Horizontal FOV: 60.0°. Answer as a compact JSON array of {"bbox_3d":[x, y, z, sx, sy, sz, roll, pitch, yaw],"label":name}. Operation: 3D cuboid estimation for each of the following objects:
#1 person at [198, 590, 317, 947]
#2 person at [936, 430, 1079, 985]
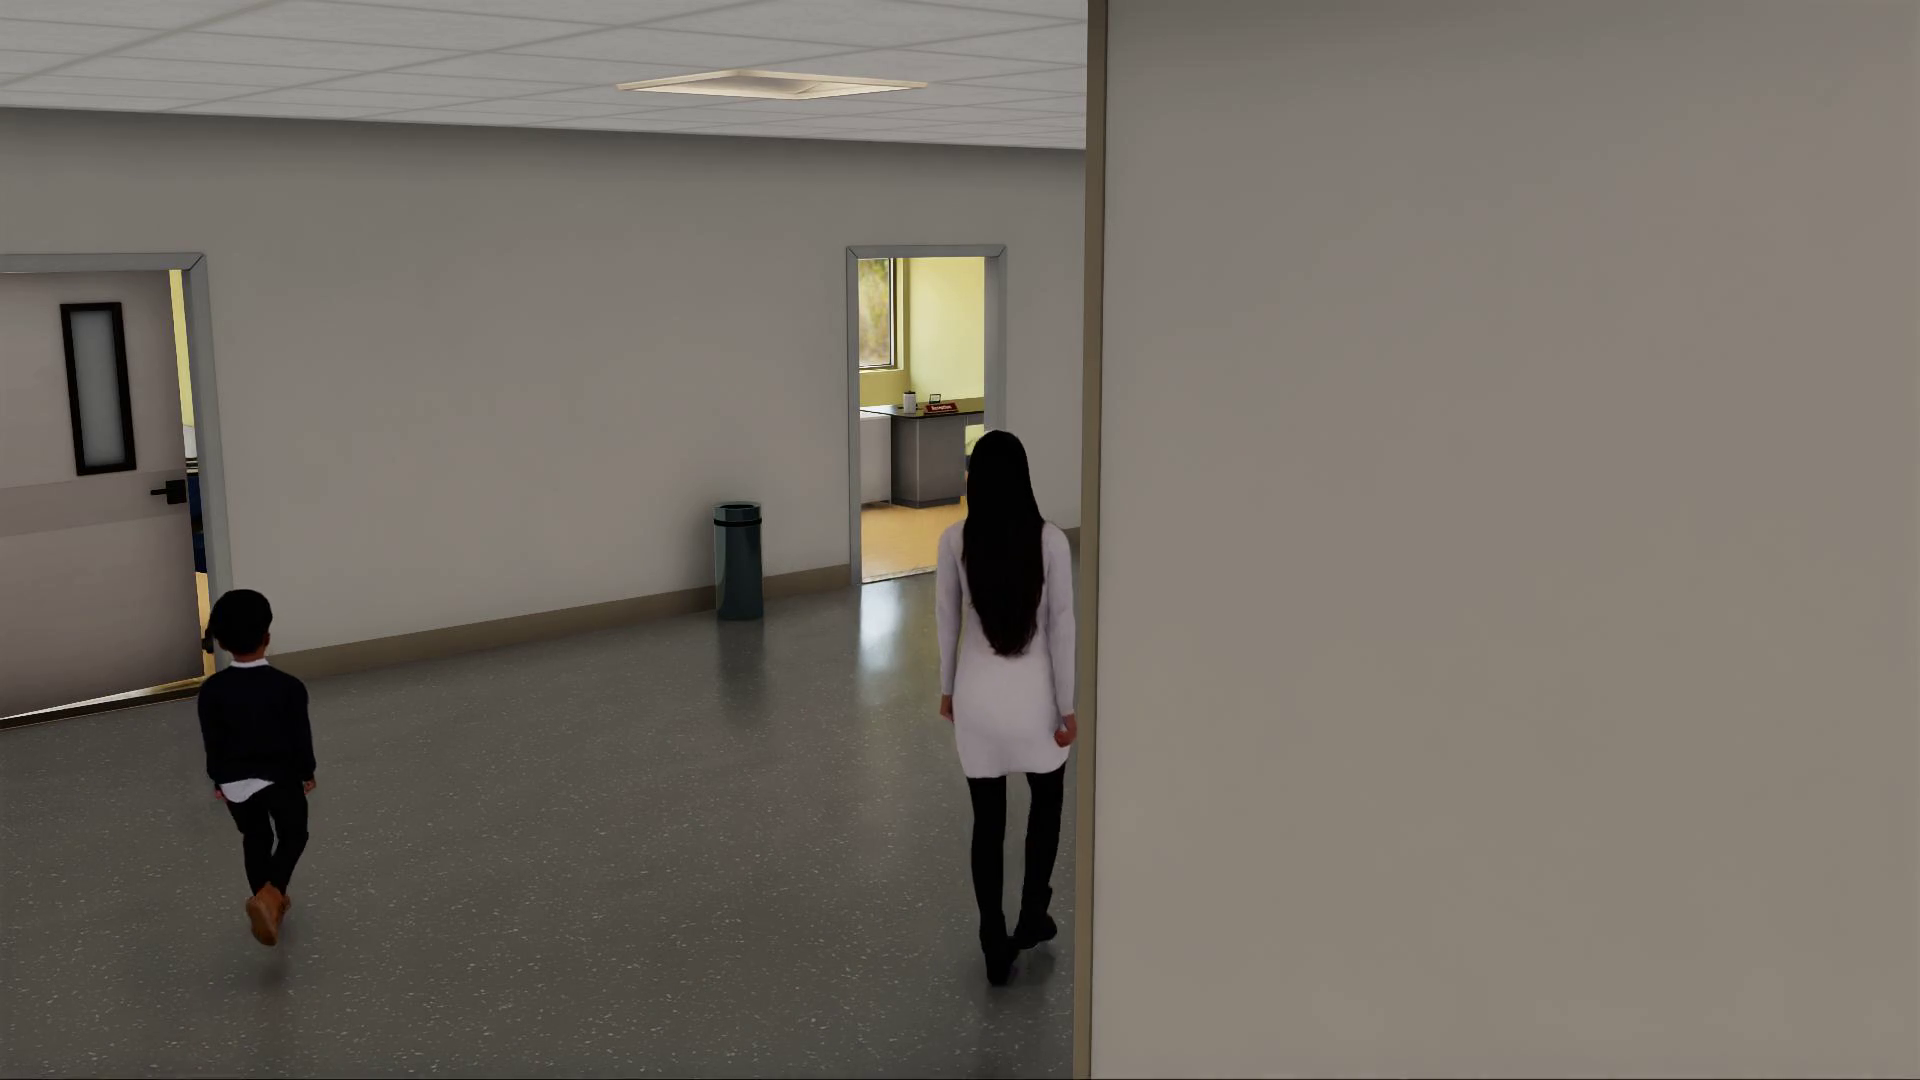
[{"bbox_3d":[-2.373,0.780,5.640,0.772,1.215,0.777,-2,11,-9],"label":"person"},{"bbox_3d":[0.124,0.564,5.330,0.787,1.793,0.833,2,11,13],"label":"person"}]
